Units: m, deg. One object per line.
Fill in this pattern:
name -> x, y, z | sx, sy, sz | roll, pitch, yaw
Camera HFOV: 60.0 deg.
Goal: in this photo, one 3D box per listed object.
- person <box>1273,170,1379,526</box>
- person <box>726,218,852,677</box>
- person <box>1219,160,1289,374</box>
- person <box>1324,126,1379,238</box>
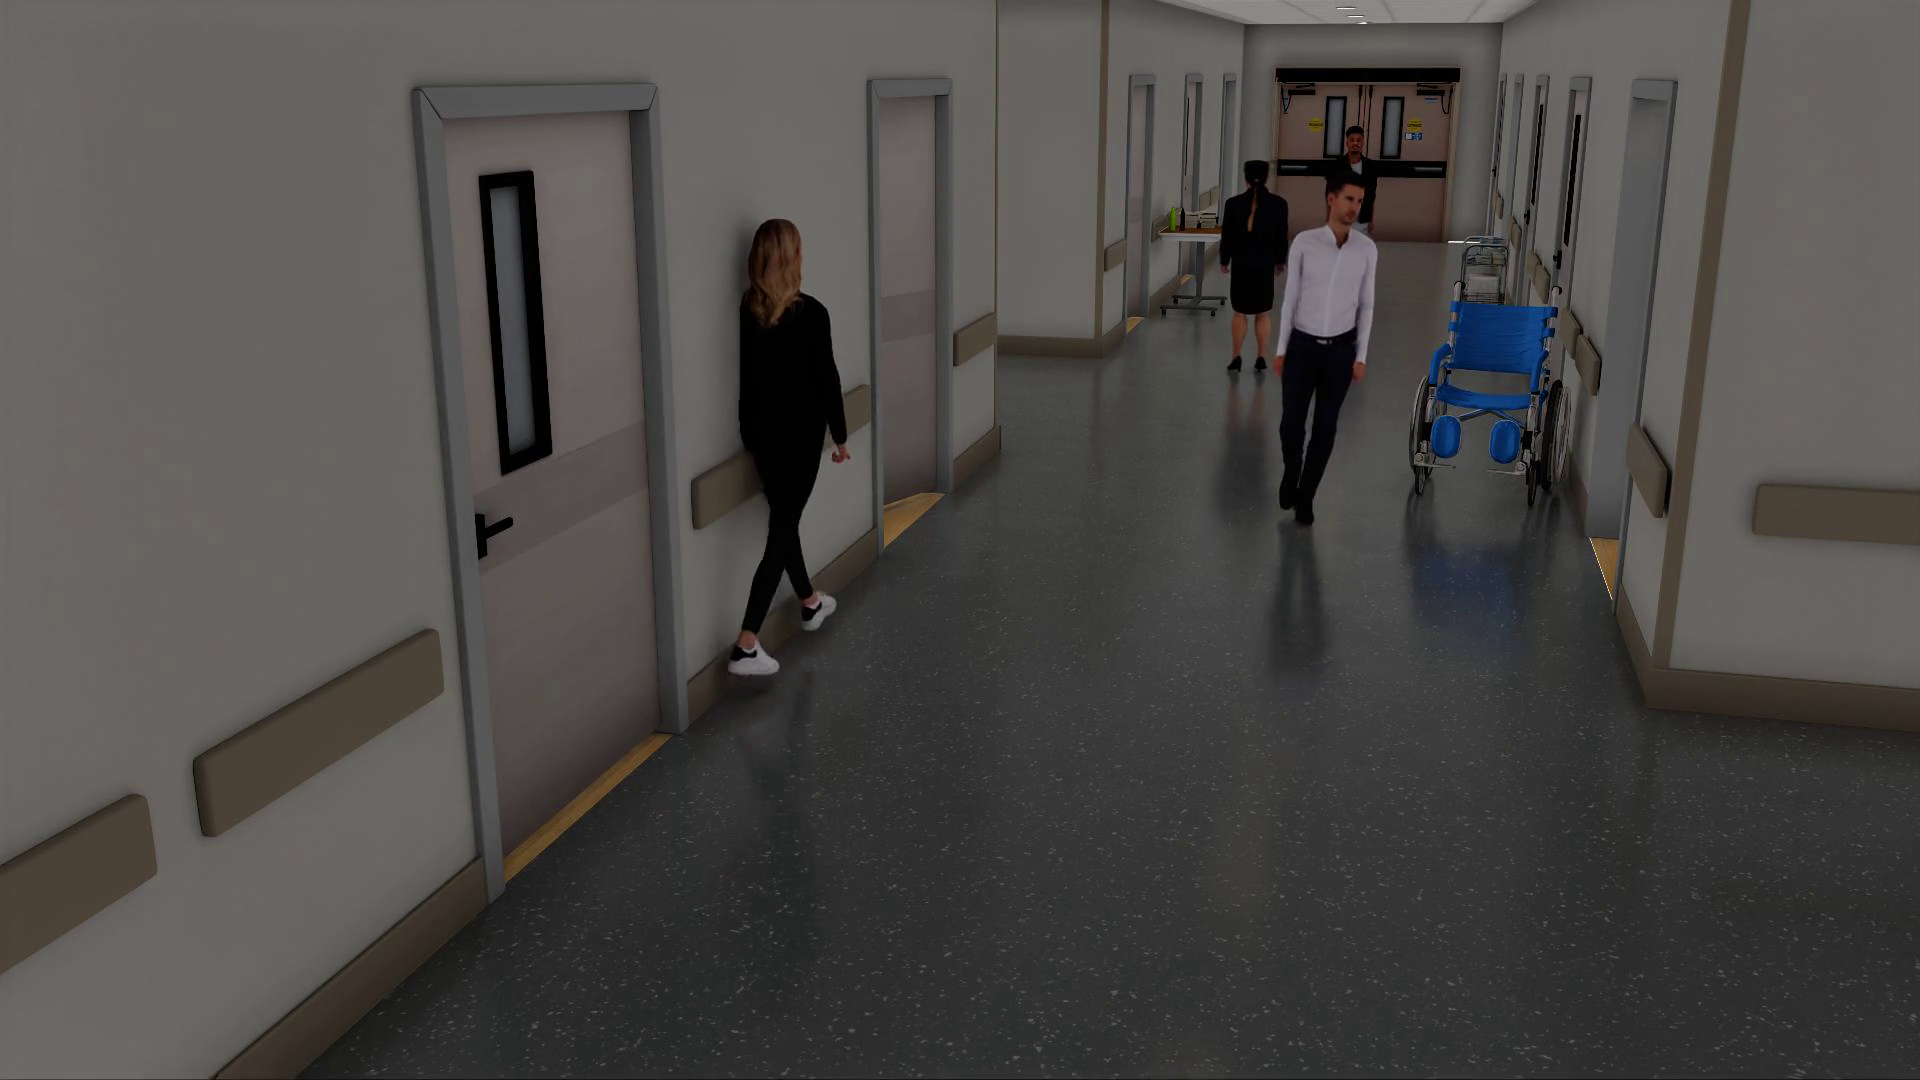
person -> 1.931, -1.036, 8.889 | 0.708, 1.853, 0.757 | 3, 16, 9
person -> -0.742, -0.310, 6.505 | 0.778, 1.749, 1.259 | 7, 17, 24
person -> 2.336, -2.175, 13.265 | 0.757, 1.672, 0.706 | 0, 16, 2
person -> 4.020, -3.344, 17.149 | 0.752, 1.813, 0.684 | 0, 16, 1
